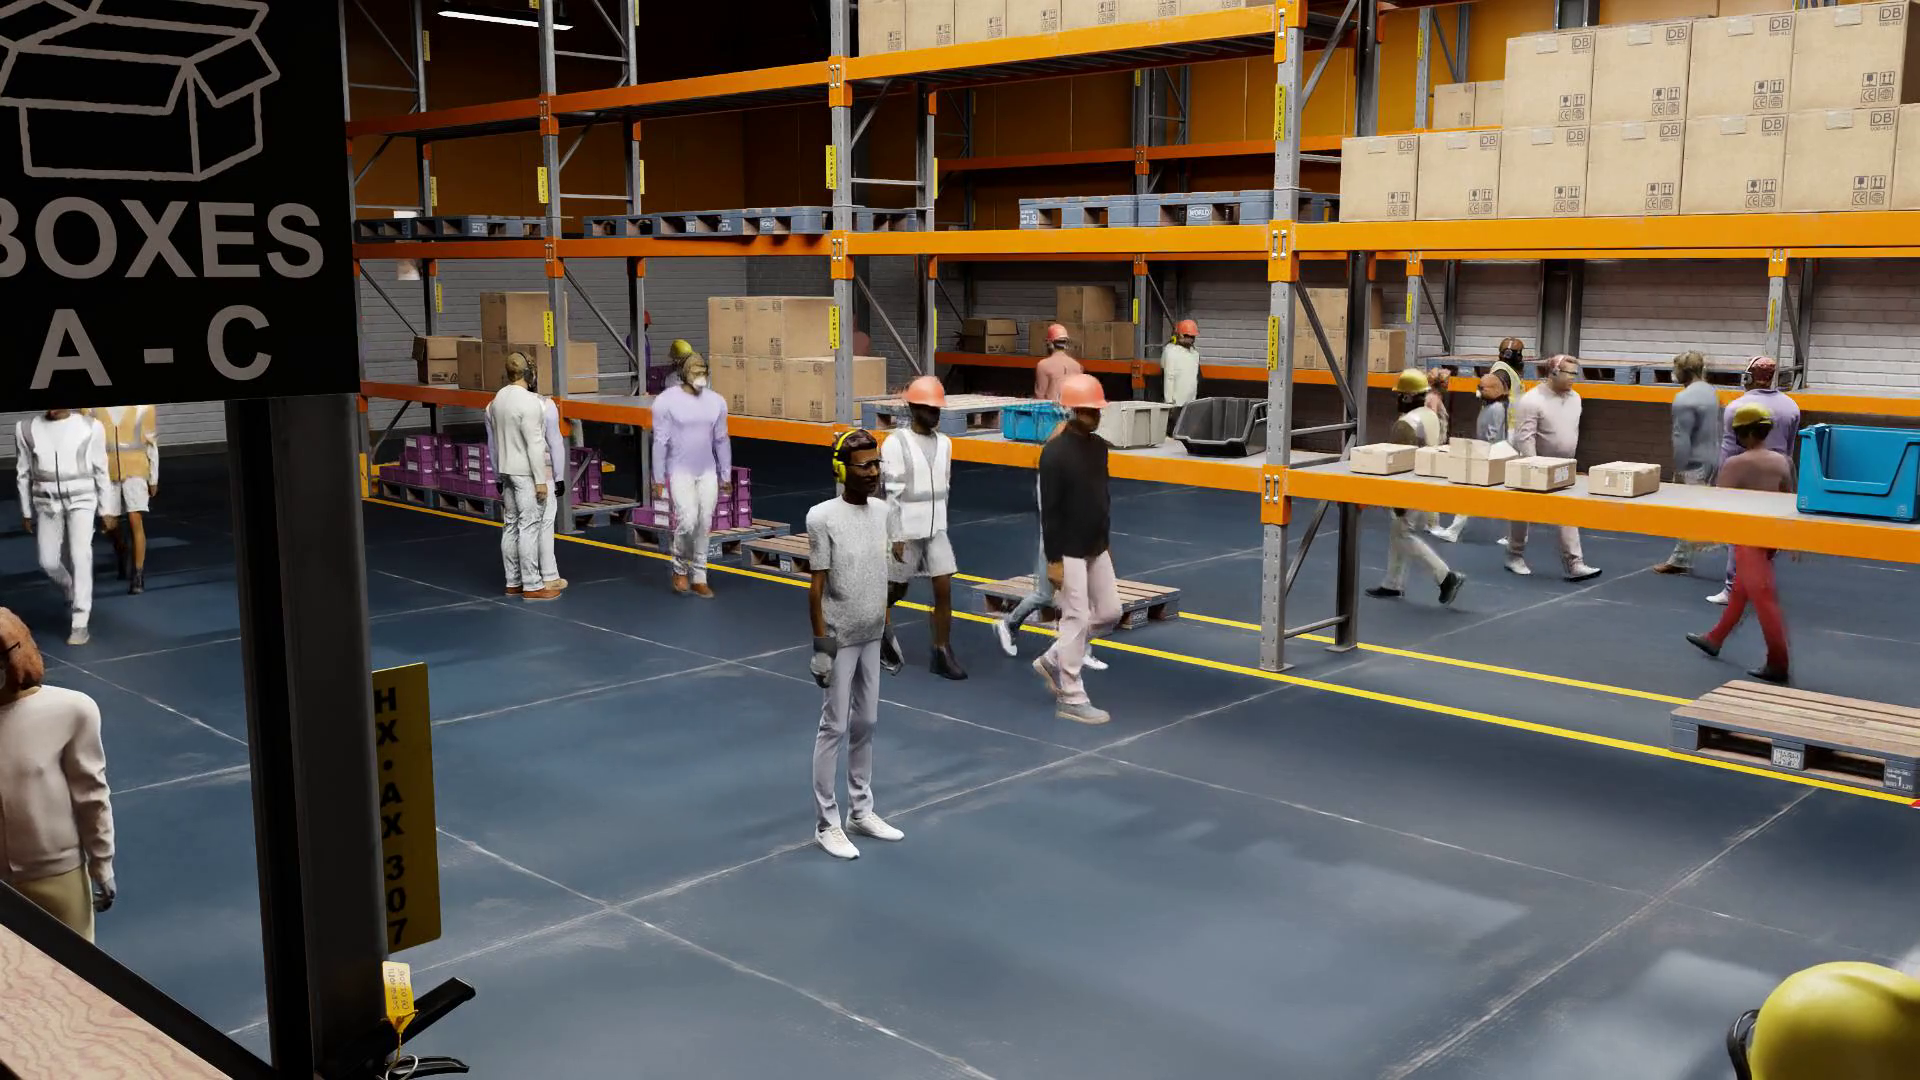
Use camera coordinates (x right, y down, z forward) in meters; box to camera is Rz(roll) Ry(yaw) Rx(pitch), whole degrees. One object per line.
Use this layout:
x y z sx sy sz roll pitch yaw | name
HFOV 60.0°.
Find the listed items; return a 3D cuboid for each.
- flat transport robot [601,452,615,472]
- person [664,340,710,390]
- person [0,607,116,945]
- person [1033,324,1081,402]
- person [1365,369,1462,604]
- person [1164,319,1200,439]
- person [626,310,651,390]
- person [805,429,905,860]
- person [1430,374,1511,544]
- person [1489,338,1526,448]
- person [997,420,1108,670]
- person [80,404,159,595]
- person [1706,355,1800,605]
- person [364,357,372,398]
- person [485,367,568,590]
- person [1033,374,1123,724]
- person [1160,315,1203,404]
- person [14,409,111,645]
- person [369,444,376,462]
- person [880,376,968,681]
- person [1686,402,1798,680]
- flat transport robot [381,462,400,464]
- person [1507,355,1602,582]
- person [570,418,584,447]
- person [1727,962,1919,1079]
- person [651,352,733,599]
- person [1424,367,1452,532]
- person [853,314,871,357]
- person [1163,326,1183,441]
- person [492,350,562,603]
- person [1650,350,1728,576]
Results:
-5.089 -0.946 20.723 1.431 0.197 0.652 -5 10 -26 | flat transport robot
-2.867 -1.173 17.378 0.403 1.827 0.588 7 12 38 | person
-2.710 0.979 4.796 0.501 1.626 0.283 -4 10 -22 | person
1.024 -1.274 17.494 0.649 1.982 0.495 -8 12 -39 | person
3.482 -0.395 12.645 0.746 1.811 0.599 7 12 37 | person
2.636 -1.721 20.346 0.644 1.963 0.881 -8 12 -41 | person
-4.870 -2.544 25.438 0.362 1.934 0.543 2 9 13 | person
-0.454 0.444 7.311 0.326 1.874 0.519 8 12 39 | person
4.873 -0.740 15.422 0.856 1.585 0.507 -1 9 -3 | person
5.765 -1.210 17.547 0.429 1.842 0.626 4 10 23 | person
0.599 0.020 10.715 0.720 1.608 0.503 8 12 40 | person
-6.674 -0.548 13.260 0.559 1.915 0.714 -3 10 -20 | person
5.999 -0.440 12.623 0.643 1.909 0.410 -3 10 -18 | person
-8.564 -2.097 23.329 0.530 1.731 0.839 1 9 6 | person
-3.417 -0.501 13.191 0.627 1.845 0.429 2 9 10 | person
0.648 0.043 9.434 0.492 1.979 0.643 7 11 35 | person
2.800 -1.915 21.251 0.548 2.000 0.808 5 11 29 | person
-6.171 -0.234 11.498 0.581 1.869 0.650 -3 10 -15 | person
-8.039 -1.893 21.373 0.630 1.981 1.092 9 13 44 | person
-0.306 -0.096 10.537 0.548 1.908 0.875 -7 12 -36 | person
4.984 -0.009 10.579 0.530 1.710 0.940 -5 10 -27 | person
-6.356 -0.835 20.045 1.431 0.197 0.652 -4 10 -22 | flat transport robot
4.858 -0.581 13.638 0.666 1.854 0.975 -3 10 -19 | person
-5.239 -1.819 21.986 0.693 1.603 0.560 -3 10 -15 | person
1.029 1.356 2.042 0.316 1.769 0.525 9 13 42 | person
-2.046 -0.488 12.846 0.647 1.925 0.440 -7 12 -37 | person
4.510 -0.870 16.112 0.494 1.620 0.524 2 10 14 | person
-1.633 -2.432 24.830 0.642 1.909 0.399 -8 12 -41 | person
2.667 -1.678 20.337 0.312 1.866 0.538 6 11 35 | person
-3.357 -0.489 12.819 0.365 1.940 0.636 -8 12 -41 | person
6.108 -0.595 13.594 0.777 1.914 0.632 9 13 43 | person
